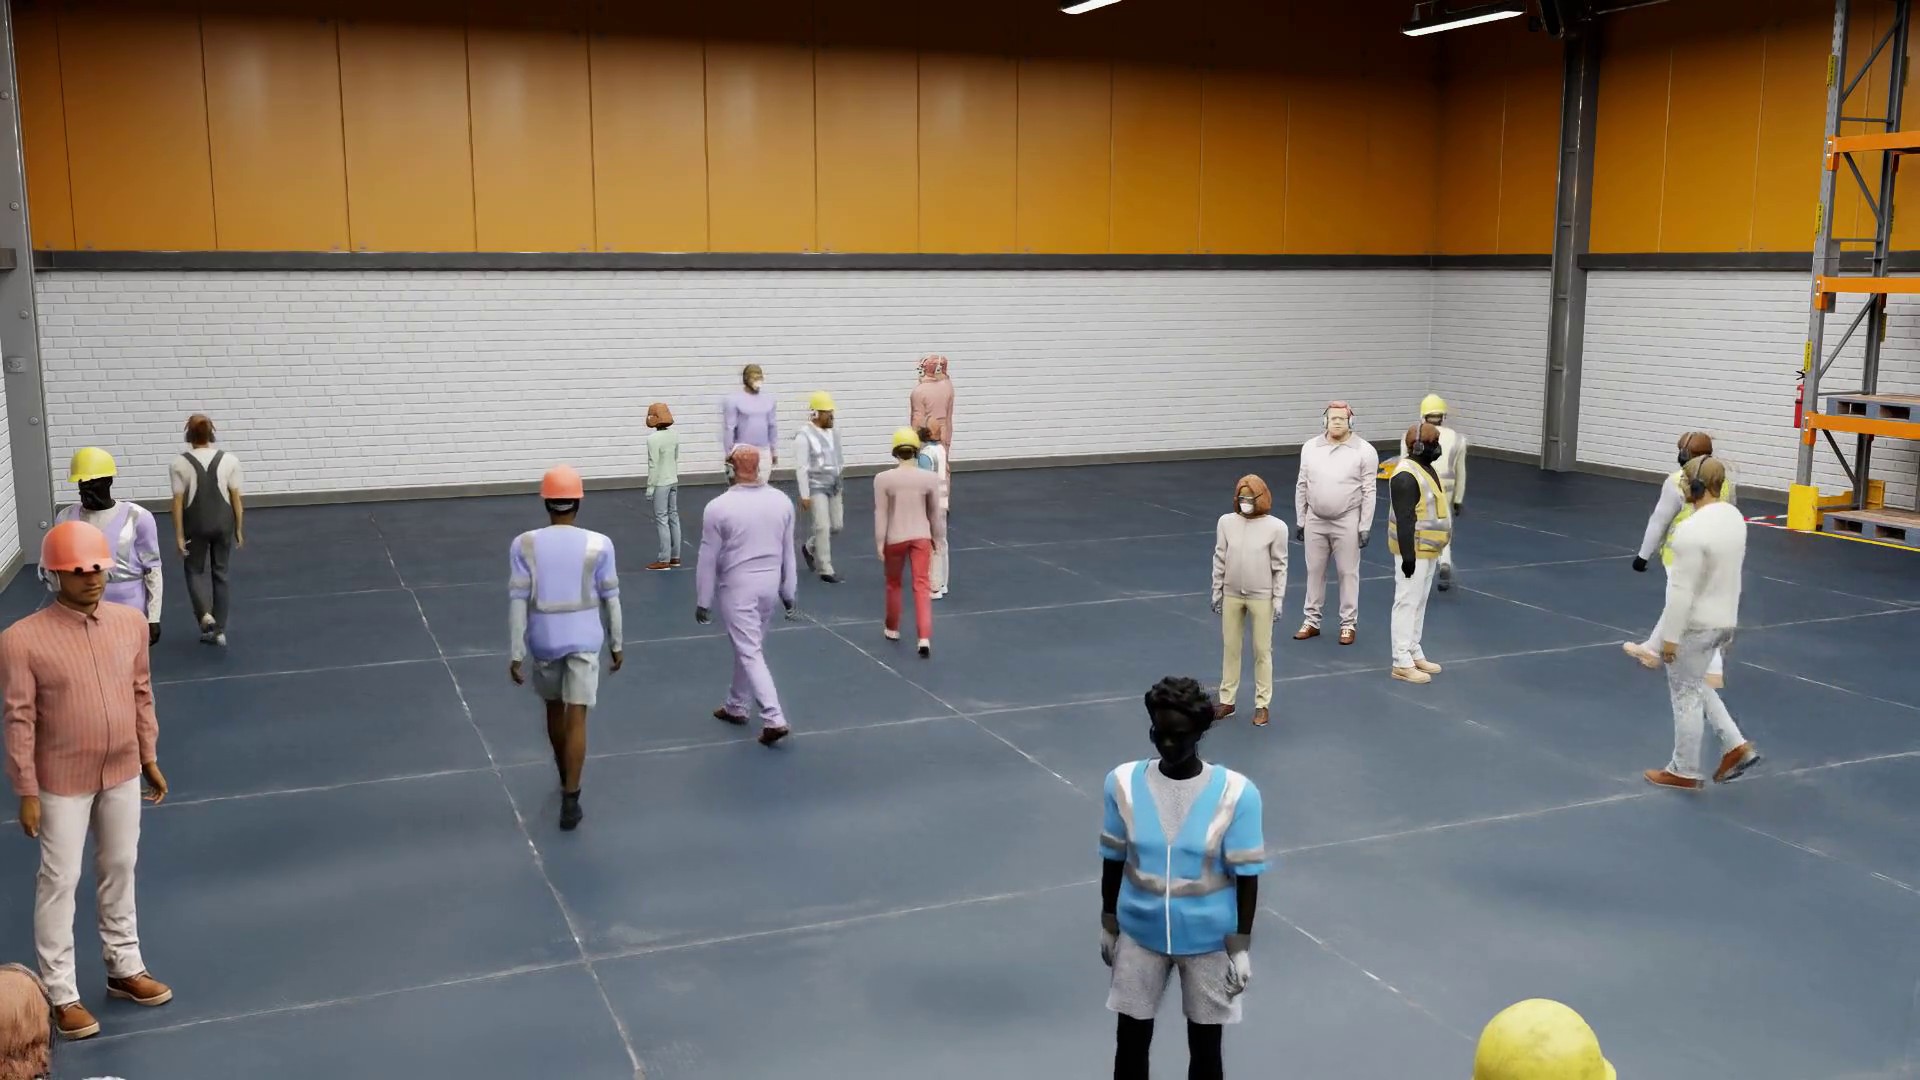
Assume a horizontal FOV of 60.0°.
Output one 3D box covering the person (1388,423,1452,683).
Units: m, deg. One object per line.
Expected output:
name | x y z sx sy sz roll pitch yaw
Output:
person | 3.296 0.083 11.934 0.429 1.846 0.627 5 11 30

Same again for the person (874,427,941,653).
person | -0.395 -0.006 12.851 0.538 1.720 0.914 -2 10 -13

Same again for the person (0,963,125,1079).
person | -1.775 1.648 3.237 0.520 1.594 0.774 -6 11 -34

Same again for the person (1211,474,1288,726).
person | 1.863 0.382 10.758 0.498 1.633 0.280 5 11 30

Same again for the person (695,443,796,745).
person | -1.324 0.323 10.426 0.656 1.867 0.969 -9 13 -42

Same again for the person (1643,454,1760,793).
person | 4.140 0.484 9.250 0.649 1.926 0.501 -9 13 -42

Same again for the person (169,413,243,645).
person | -5.823 -0.072 12.909 0.516 1.830 0.467 -6 11 -33

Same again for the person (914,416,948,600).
person | -0.258 -0.281 14.758 0.314 1.640 0.516 3 10 16

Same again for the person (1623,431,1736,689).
person | 5.162 0.118 11.895 0.622 1.791 0.944 -6 11 -31

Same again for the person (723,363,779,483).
person | -2.274 -0.950 17.946 0.630 1.928 0.535 -7 12 -36

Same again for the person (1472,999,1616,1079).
person | 0.966 1.627 2.879 0.289 1.746 0.487 -6 11 -30

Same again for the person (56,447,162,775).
person | -4.942 0.418 9.651 0.594 1.925 0.376 0 9 1

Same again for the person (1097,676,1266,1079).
person | 0.684 1.259 5.269 0.544 1.694 0.357 3 10 20

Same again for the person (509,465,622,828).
person | -2.124 0.532 9.049 0.571 1.890 0.984 -1 9 -6

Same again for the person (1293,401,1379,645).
person | 2.929 -0.139 13.073 0.644 1.913 0.408 6 11 31

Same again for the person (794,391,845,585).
person | -1.337 -0.493 15.560 0.608 1.811 0.604 7 12 36

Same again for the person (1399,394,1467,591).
person | 4.245 -0.402 14.976 0.599 1.817 0.580 1 9 4

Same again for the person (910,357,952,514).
person | -0.378 -1.153 19.234 0.399 1.909 0.642 7 12 37

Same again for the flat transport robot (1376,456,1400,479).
flat transport robot | 6.310 -1.011 23.319 0.652 0.197 1.431 4 10 25

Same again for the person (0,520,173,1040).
person | -3.385 0.906 6.487 0.395 1.994 0.612 5 11 28

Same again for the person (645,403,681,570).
person | -2.911 -0.523 16.246 0.280 1.633 0.502 3 10 19

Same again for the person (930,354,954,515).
person | -0.273 -1.248 19.797 0.408 1.913 0.642 0 9 0
